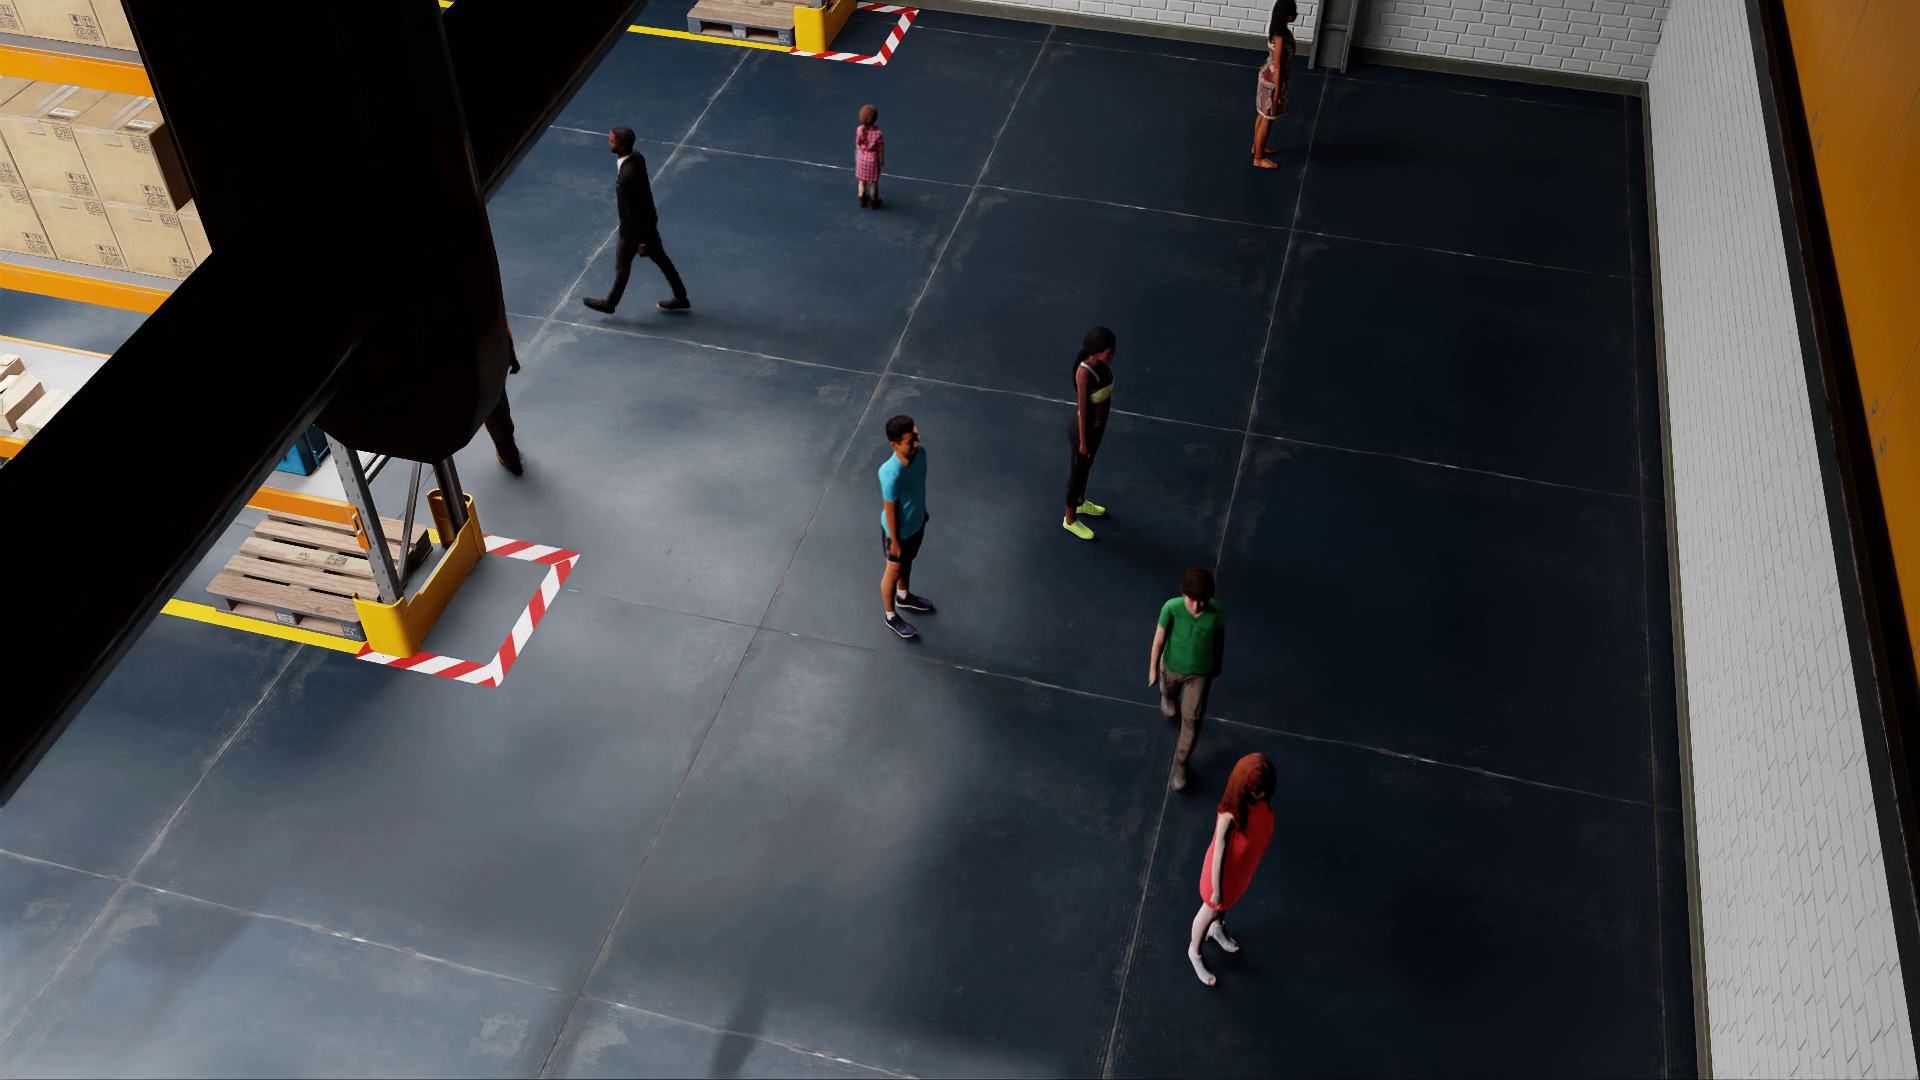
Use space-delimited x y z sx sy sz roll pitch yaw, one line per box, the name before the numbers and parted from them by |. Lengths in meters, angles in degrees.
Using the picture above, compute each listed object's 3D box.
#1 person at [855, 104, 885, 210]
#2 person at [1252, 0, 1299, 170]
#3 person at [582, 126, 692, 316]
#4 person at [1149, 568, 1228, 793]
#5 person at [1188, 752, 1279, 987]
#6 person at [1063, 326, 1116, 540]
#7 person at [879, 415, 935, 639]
person | -0.839 -3.504 15.214 0.404 1.019 0.499 15 46 15
person | 2.945 -4.311 15.608 0.581 1.645 0.684 4 44 4
person | -2.551 -2.578 13.705 1.185 1.760 0.847 1 44 2
person | 1.403 0.713 10.350 1.058 1.624 0.747 6 44 6
person | 1.484 1.771 9.093 0.654 1.825 0.666 29 51 27
person | 0.898 -0.791 11.833 0.540 1.756 0.581 15 46 16
person | -0.387 -0.122 11.116 0.592 1.776 0.654 19 47 19
